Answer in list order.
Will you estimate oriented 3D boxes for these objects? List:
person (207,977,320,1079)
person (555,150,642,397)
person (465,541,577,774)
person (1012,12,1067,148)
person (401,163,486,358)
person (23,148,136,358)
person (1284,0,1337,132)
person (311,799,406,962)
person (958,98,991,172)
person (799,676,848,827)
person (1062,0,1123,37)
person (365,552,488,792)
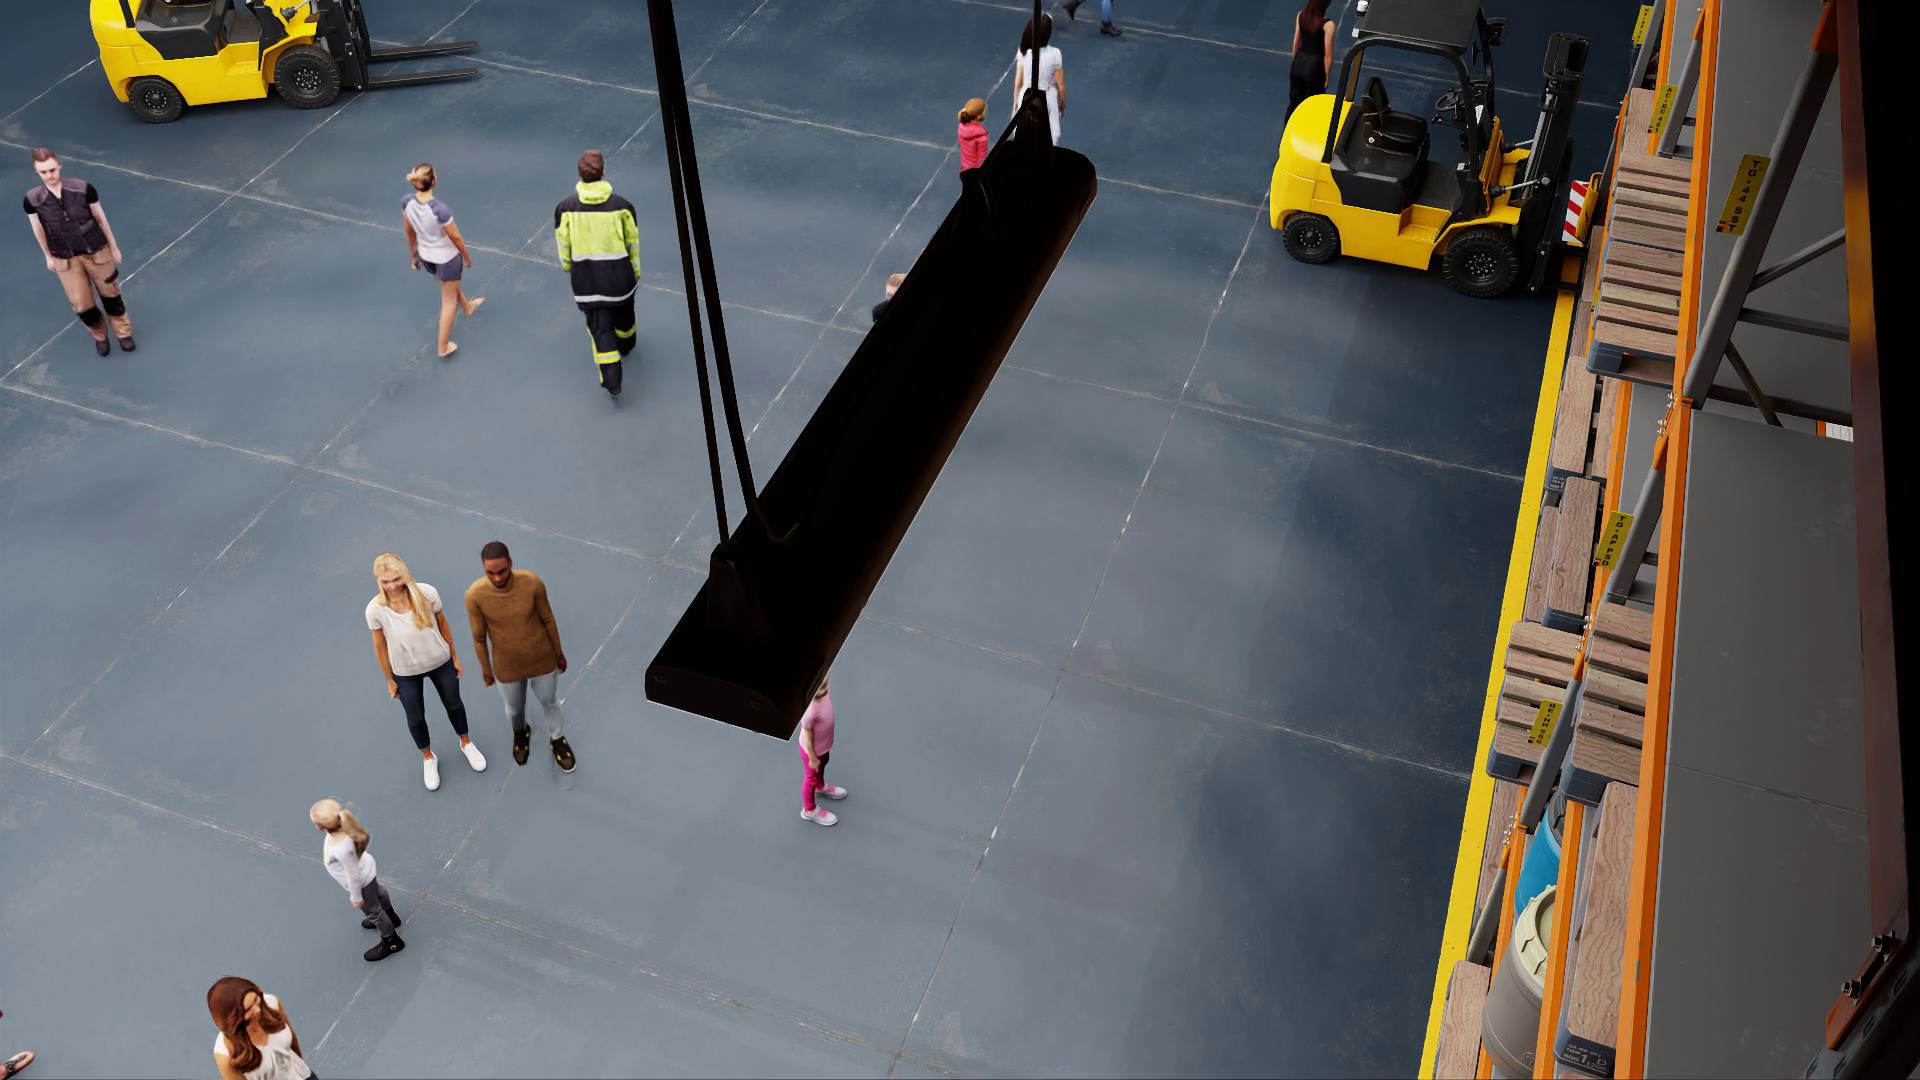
[{"bbox_3d":[-3.347,2.631,7.967,0.728,1.738,1.045,19,47,19],"label":"person"},{"bbox_3d":[-2.735,-1.997,12.673,1.205,1.947,1.359,-10,44,-10],"label":"person"},{"bbox_3d":[-2.627,0.673,9.959,0.818,1.824,0.875,-15,46,-16],"label":"person"},{"bbox_3d":[0.666,-3.667,14.560,0.701,1.761,1.179,11,45,11],"label":"person"},{"bbox_3d":[-4.139,-2.178,13.131,0.585,1.577,1.019,15,46,15],"label":"person"},{"bbox_3d":[-6.918,-2.304,13.082,0.804,1.826,0.875,-20,47,-20],"label":"person"},{"bbox_3d":[3.210,-4.299,15.277,0.694,1.688,0.672,-31,52,-29],"label":"person"},{"bbox_3d":[-3.300,1.836,9.135,0.638,1.278,0.564,-12,45,-12],"label":"person"},{"bbox_3d":[0.072,-3.187,14.384,0.653,1.310,0.618,-27,50,-25],"label":"person"},{"bbox_3d":[-0.857,1.181,9.828,0.550,1.270,0.439,10,45,11],"label":"person"},{"bbox_3d":[1.412,-5.949,17.064,0.777,1.612,0.865,7,44,7],"label":"person"},{"bbox_3d":[-3.202,0.751,9.888,0.645,1.809,0.720,-21,47,-20],"label":"person"}]
